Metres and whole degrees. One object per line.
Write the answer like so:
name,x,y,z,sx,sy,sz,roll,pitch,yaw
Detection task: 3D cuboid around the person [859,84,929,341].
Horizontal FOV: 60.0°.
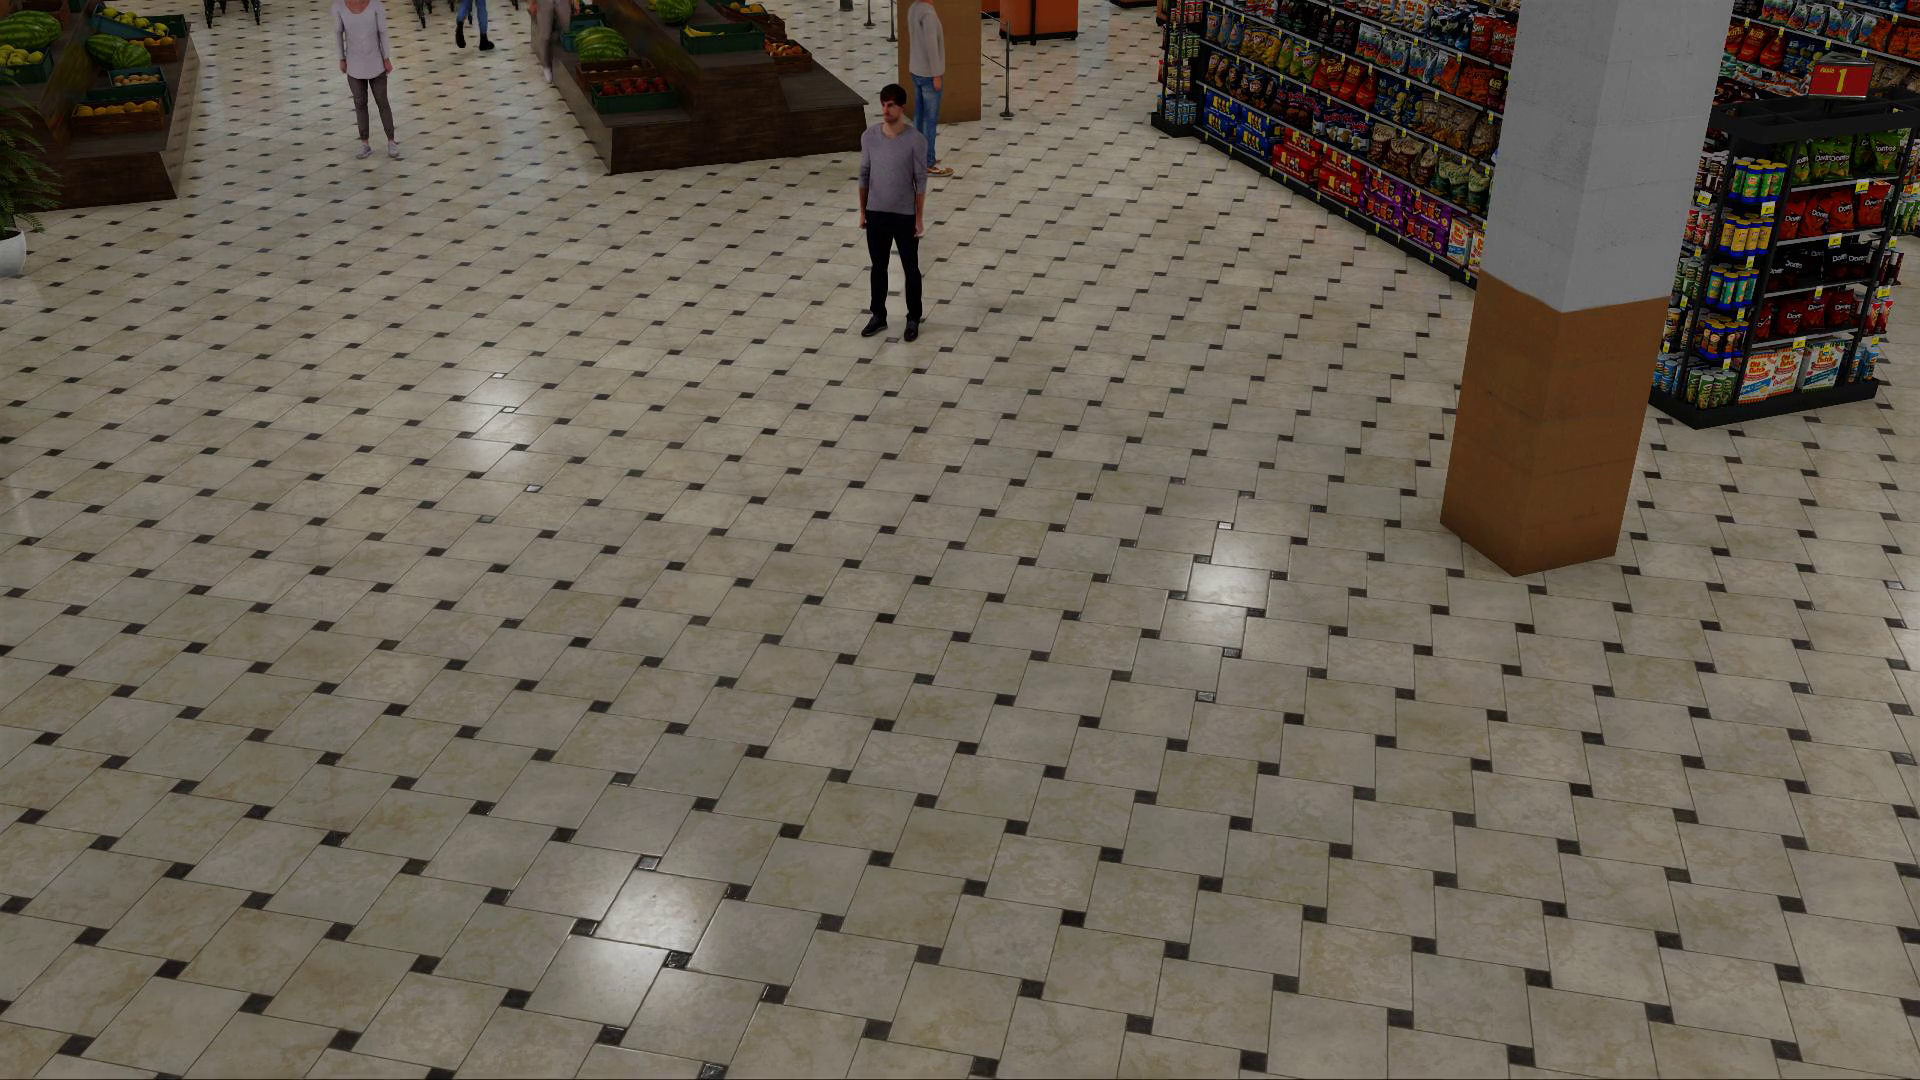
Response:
person,-0.478,-2.365,12.000,0.736,1.844,0.760,9,30,15

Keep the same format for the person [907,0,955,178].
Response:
person,-0.314,-4.408,15.678,0.706,1.905,0.507,-11,30,-19

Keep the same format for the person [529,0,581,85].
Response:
person,-4.664,-6.176,18.978,0.702,1.846,0.626,-11,31,-20

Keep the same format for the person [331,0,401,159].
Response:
person,-5.813,-4.681,16.246,0.706,1.841,0.621,-5,29,-9

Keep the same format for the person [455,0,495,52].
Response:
person,-5.997,-6.800,20.286,0.826,1.688,0.941,7,29,12
